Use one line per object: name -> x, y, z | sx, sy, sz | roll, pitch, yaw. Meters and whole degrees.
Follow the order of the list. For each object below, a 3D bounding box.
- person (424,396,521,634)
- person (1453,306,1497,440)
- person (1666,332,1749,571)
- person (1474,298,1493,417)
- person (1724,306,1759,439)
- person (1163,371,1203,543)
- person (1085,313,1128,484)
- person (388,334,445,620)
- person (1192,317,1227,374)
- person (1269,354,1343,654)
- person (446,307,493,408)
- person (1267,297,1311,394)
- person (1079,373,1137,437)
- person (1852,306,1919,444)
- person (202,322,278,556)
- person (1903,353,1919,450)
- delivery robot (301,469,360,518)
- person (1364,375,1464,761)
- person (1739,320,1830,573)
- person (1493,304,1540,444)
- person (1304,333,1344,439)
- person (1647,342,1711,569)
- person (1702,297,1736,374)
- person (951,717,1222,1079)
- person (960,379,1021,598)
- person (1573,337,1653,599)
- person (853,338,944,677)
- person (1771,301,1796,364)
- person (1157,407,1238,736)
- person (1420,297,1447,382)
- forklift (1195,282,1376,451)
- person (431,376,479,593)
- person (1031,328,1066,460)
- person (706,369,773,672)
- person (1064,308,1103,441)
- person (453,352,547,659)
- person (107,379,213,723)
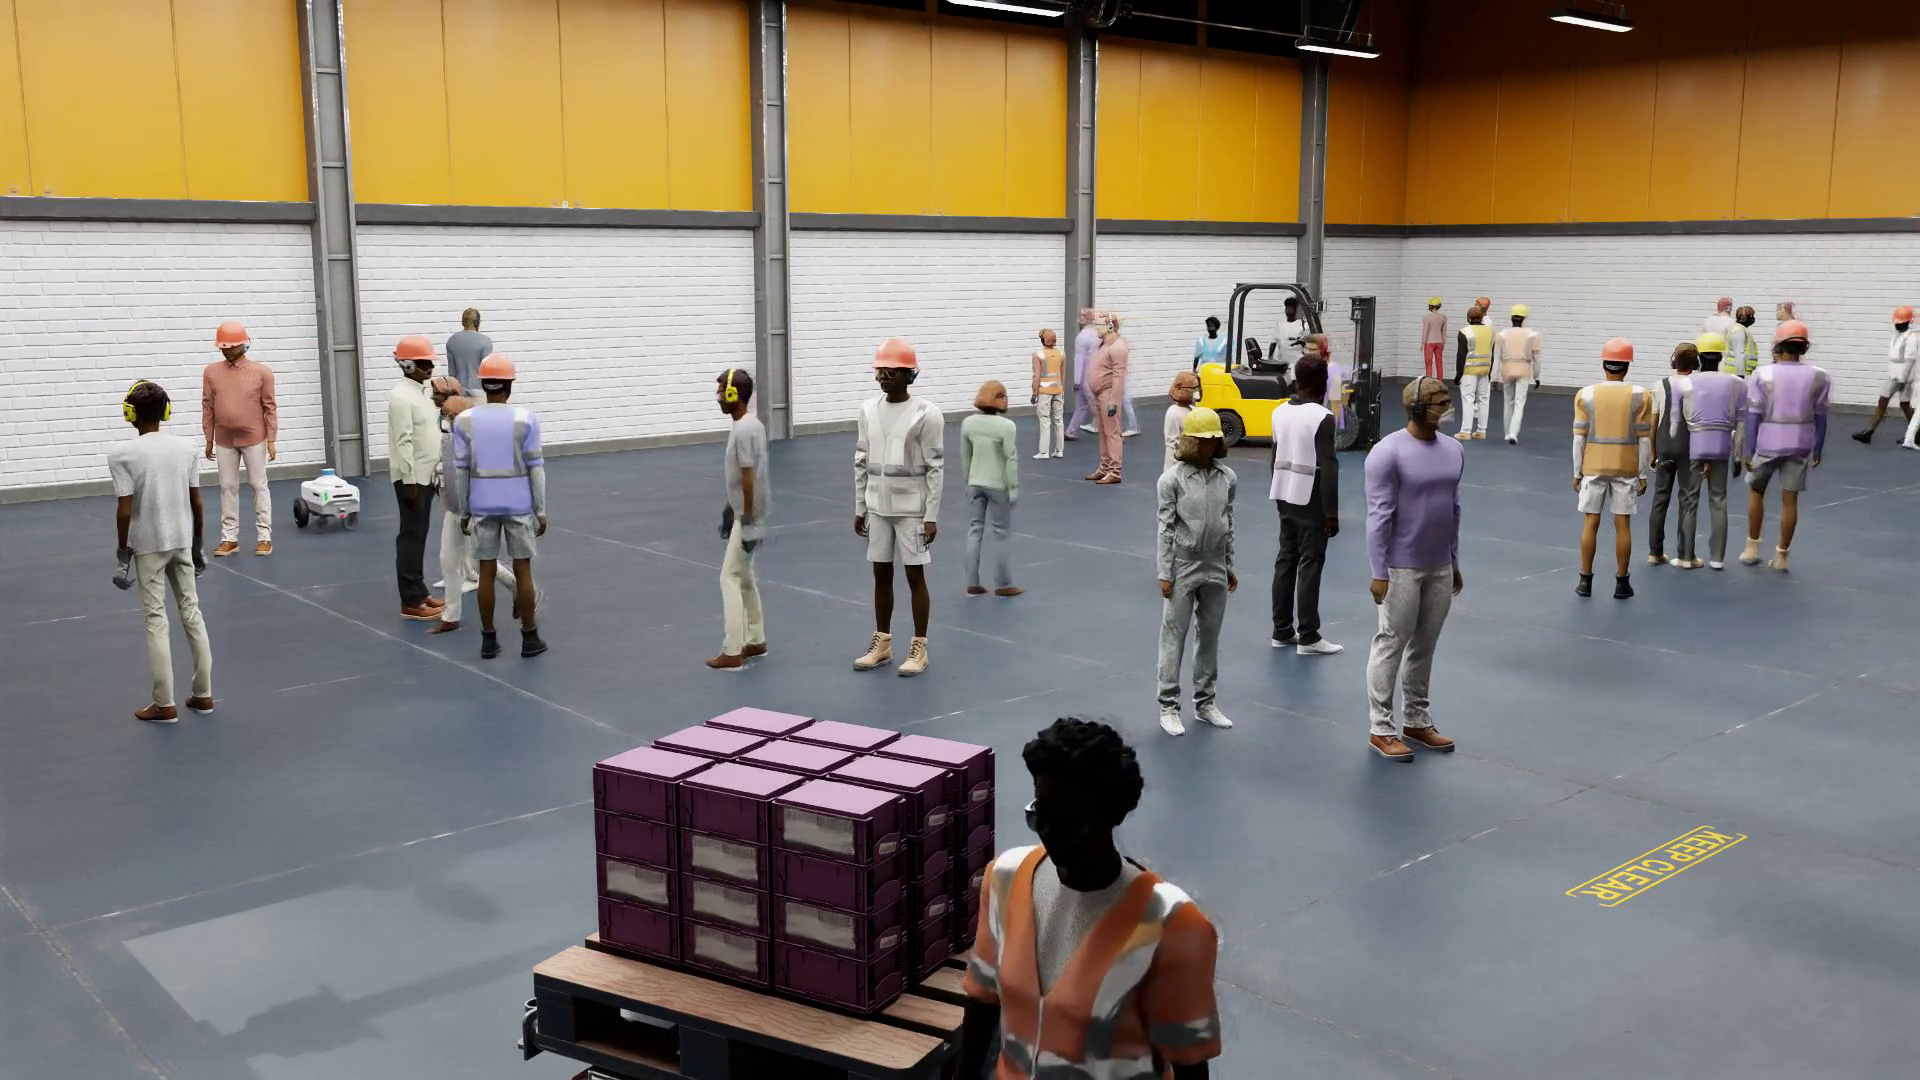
person -> -3.288, -0.178, 11.261 | 0.506, 1.614, 0.695 | 9, 13, 43
person -> 7.102, -2.304, 23.022 | 0.624, 1.841, 0.430 | -4, 10, -21
person -> 6.014, -0.711, 13.434 | 0.594, 1.925, 0.376 | 2, 10, 10
person -> 8.211, -2.870, 26.204 | 0.361, 1.883, 0.574 | 1, 10, 5
person -> 10.855, -2.325, 23.133 | 0.429, 1.845, 0.620 | 4, 10, 21
person -> 1.760, -0.519, 13.167 | 0.271, 1.632, 0.503 | 6, 11, 30
person -> 1.632, -1.580, 18.582 | 0.409, 1.909, 0.641 | -2, 10, -13
person -> -3.802, -0.446, 11.684 | 0.395, 1.994, 0.612 | -1, 10, -6
person -> 3.672, -2.436, 24.341 | 0.546, 1.644, 0.890 | 5, 11, 28
person -> 2.197, -0.228, 10.629 | 0.391, 1.920, 0.593 | -5, 11, -27
person -> -5.694, -1.749, 19.488 | 0.629, 1.936, 0.373 | 3, 10, 20
person -> 4.989, -2.726, 25.296 | 0.617, 1.906, 1.045 | 9, 13, 43
person -> 2.094, -2.305, 23.370 | 0.900, 1.706, 0.546 | 1, 10, 8
person -> 12.566, -2.202, 22.337 | 0.918, 1.864, 0.628 | 0, 10, 0
person -> -6.095, -0.849, 14.076 | 0.611, 1.985, 0.393 | -1, 10, -4
person -> 12.727, -1.961, 21.747 | 0.840, 1.590, 0.522 | -4, 11, -24
delivery robot -> -5.858, -0.420, 15.467 | 0.477, 0.478, 0.707 | -8, 12, -38
person -> 2.310, 0.138, 8.428 | 0.636, 1.940, 0.365 | -6, 12, -32
person -> 6.637, -0.760, 13.433 | 0.622, 2.030, 0.576 | 3, 10, 15
person -> 7.525, -2.234, 22.529 | 0.598, 1.908, 0.902 | 5, 11, 25
person -> 3.310, -0.993, 15.377 | 0.467, 1.820, 0.579 | -4, 11, -25
person -> 5.851, -0.684, 13.510 | 0.336, 1.846, 0.514 | -9, 13, -41
person -> 11.640, -2.748, 25.423 | 0.407, 1.905, 0.653 | -3, 10, -17
person -> 0.206, 1.161, 3.190 | 0.415, 1.685, 0.543 | -9, 14, -44
person -> 0.225, -0.382, 12.369 | 0.505, 1.632, 0.281 | 7, 12, 36
person -> 4.818, -0.527, 12.327 | 0.545, 1.939, 0.354 | 4, 11, 23
person -> -0.390, -0.197, 10.076 | 0.608, 2.048, 0.370 | 6, 11, 30
person -> 12.715, -2.721, 25.446 | 1.002, 1.857, 0.622 | 7, 12, 36
person -> 1.274, 0.163, 8.855 | 0.492, 1.743, 0.296 | -5, 11, -27
person -> 8.934, -3.703, 31.418 | 0.533, 1.768, 0.313 | -3, 10, -18
forklift -> 4.328, -2.346, 22.227 | 2.313, 2.155, 1.214 | 3, 10, 16
person -> -3.819, -0.416, 12.549 | 0.311, 1.638, 0.523 | -8, 13, -39
person -> 1.103, -1.819, 20.756 | 0.515, 1.641, 0.314 | -7, 12, -34
person -> -1.361, -0.129, 10.301 | 0.380, 1.838, 0.549 | 0, 10, 1
person -> 1.758, -2.217, 22.515 | 1.037, 1.848, 0.656 | 5, 11, 29
person -> -2.888, -0.215, 10.507 | 0.551, 1.932, 0.378 | -1, 10, -5
person -> -4.366, 0.064, 9.061 | 0.335, 1.873, 0.519 | 7, 12, 36
